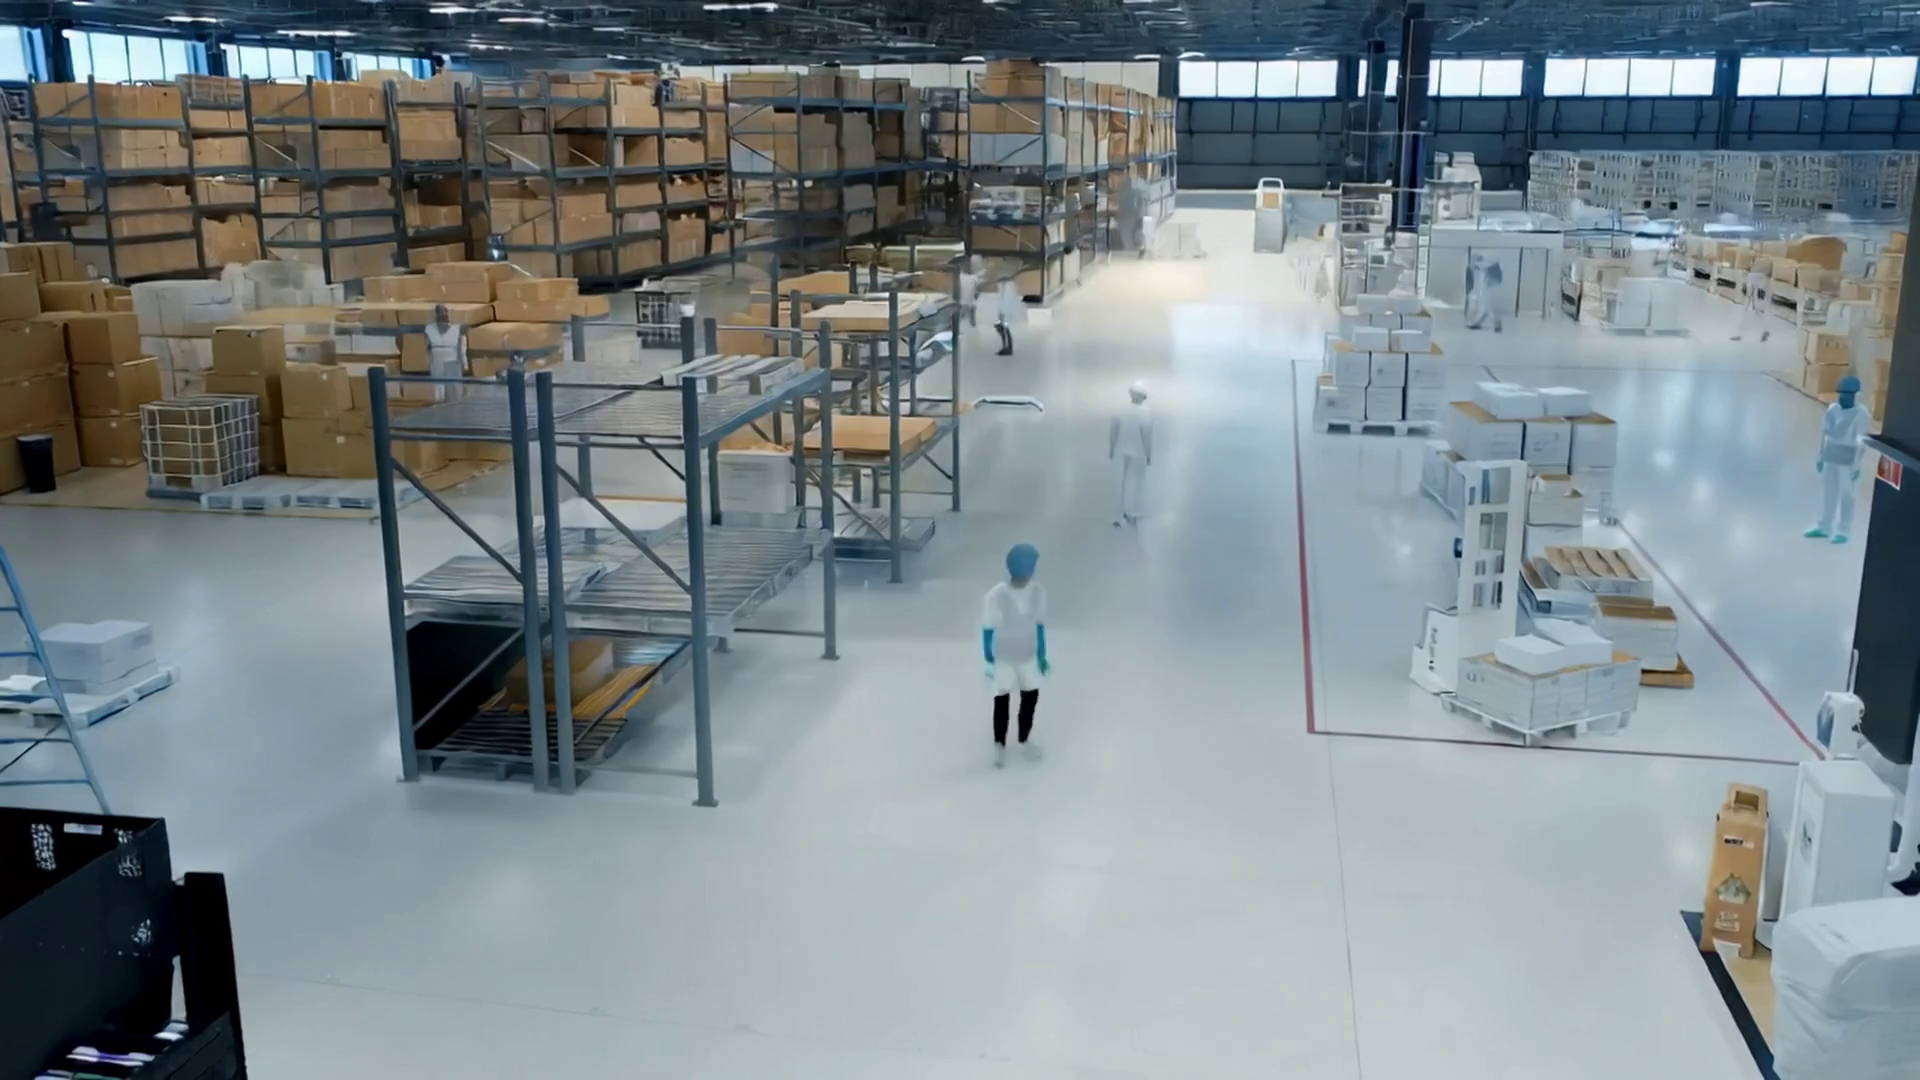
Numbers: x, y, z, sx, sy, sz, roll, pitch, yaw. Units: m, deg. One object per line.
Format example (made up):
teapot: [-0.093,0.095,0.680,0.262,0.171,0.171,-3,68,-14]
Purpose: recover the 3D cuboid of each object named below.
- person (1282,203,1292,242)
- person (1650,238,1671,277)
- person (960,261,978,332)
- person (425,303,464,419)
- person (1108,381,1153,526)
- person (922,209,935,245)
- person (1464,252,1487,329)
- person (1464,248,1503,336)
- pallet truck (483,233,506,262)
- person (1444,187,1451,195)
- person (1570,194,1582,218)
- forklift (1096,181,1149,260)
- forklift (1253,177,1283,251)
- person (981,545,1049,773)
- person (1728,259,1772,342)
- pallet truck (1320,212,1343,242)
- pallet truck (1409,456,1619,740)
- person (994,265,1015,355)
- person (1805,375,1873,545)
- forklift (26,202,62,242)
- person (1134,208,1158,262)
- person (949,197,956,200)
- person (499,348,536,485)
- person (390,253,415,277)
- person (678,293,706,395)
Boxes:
person: [13.774,-13.442,70.357,0.507,1.630,0.277,-3,14,-12]
person: [19.689,-7.645,46.750,0.537,1.670,0.811,2,14,9]
person: [0.146,-5.701,38.879,0.546,1.650,0.890,-5,15,-20]
person: [-8.320,-2.879,26.905,0.590,1.907,0.405,-3,14,-10]
person: [2.036,-1.036,19.781,0.617,1.712,0.728,8,16,30]
person: [-1.083,-10.860,59.337,0.429,1.883,0.744,6,15,24]
person: [12.233,-5.888,39.300,0.613,1.811,0.426,-10,17,-35]
person: [12.056,-5.714,38.129,0.981,2.000,0.693,5,15,20]
pallet truck: [-11.832,-7.026,43.548,1.885,1.965,0.823,8,16,28]
person: [23.543,-16.155,80.625,0.397,1.994,0.614,-9,17,-33]
person: [27.297,-14.395,73.786,0.644,1.853,1.043,-8,16,-29]
forklift: [5.927,-11.608,60.330,1.873,2.768,1.129,3,14,11]
forklift: [12.083,-12.747,64.956,1.129,2.768,1.873,3,14,10]
person: [0.393,0.857,12.196,0.566,1.685,0.339,-8,16,-29]
person: [17.636,-5.322,36.951,0.796,1.845,0.527,4,14,17]
pallet truck: [15.874,-13.227,70.310,0.680,1.201,1.601,10,17,35]
pallet truck: [4.504,0.400,13.395,0.823,1.965,1.885,-6,15,-23]
person: [0.932,-4.776,34.628,0.465,1.896,0.587,-6,15,-24]
person: [9.996,-0.912,18.869,0.362,1.928,0.587,-5,15,-20]
forklift: [-23.119,-7.138,42.186,1.873,2.768,1.129,-1,14,-3]
person: [6.655,-10.901,59.476,0.905,1.908,0.646,-5,15,-21]
person: [-0.357,-18.383,89.839,0.547,1.911,0.818,-1,14,-2]
person: [-5.865,-1.669,22.172,0.522,1.821,0.801,-7,16,-28]
person: [-12.473,-5.469,37.417,0.549,1.918,0.802,13,19,42]
person: [-4.555,-3.306,28.629,0.555,1.909,0.625,4,14,16]
